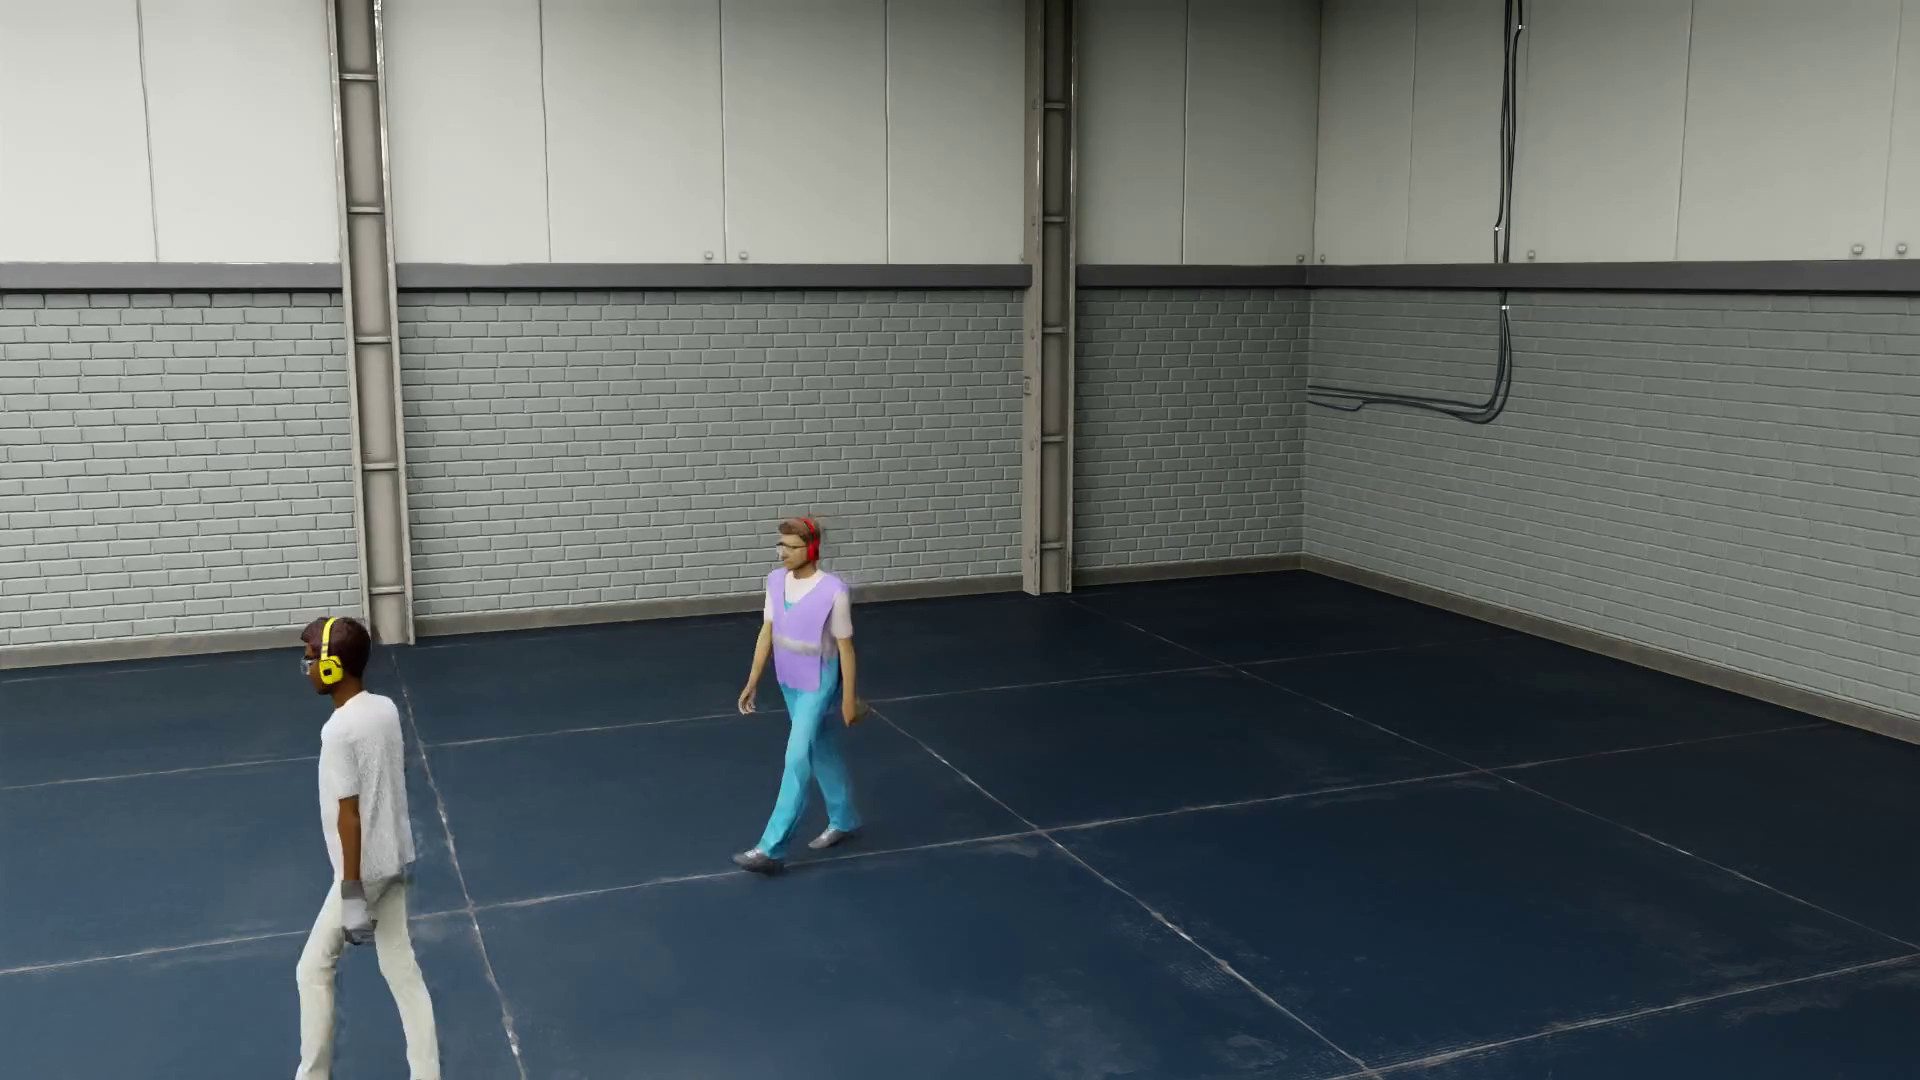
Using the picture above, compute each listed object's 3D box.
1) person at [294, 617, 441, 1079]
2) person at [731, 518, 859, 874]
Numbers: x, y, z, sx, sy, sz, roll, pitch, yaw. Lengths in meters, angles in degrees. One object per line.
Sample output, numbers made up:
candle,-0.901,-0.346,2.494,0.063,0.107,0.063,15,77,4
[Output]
person,-2.229,1.180,5.932,0.820,1.831,0.572,1,9,6
person,-0.872,0.786,8.534,0.950,1.801,0.575,-8,12,-40
